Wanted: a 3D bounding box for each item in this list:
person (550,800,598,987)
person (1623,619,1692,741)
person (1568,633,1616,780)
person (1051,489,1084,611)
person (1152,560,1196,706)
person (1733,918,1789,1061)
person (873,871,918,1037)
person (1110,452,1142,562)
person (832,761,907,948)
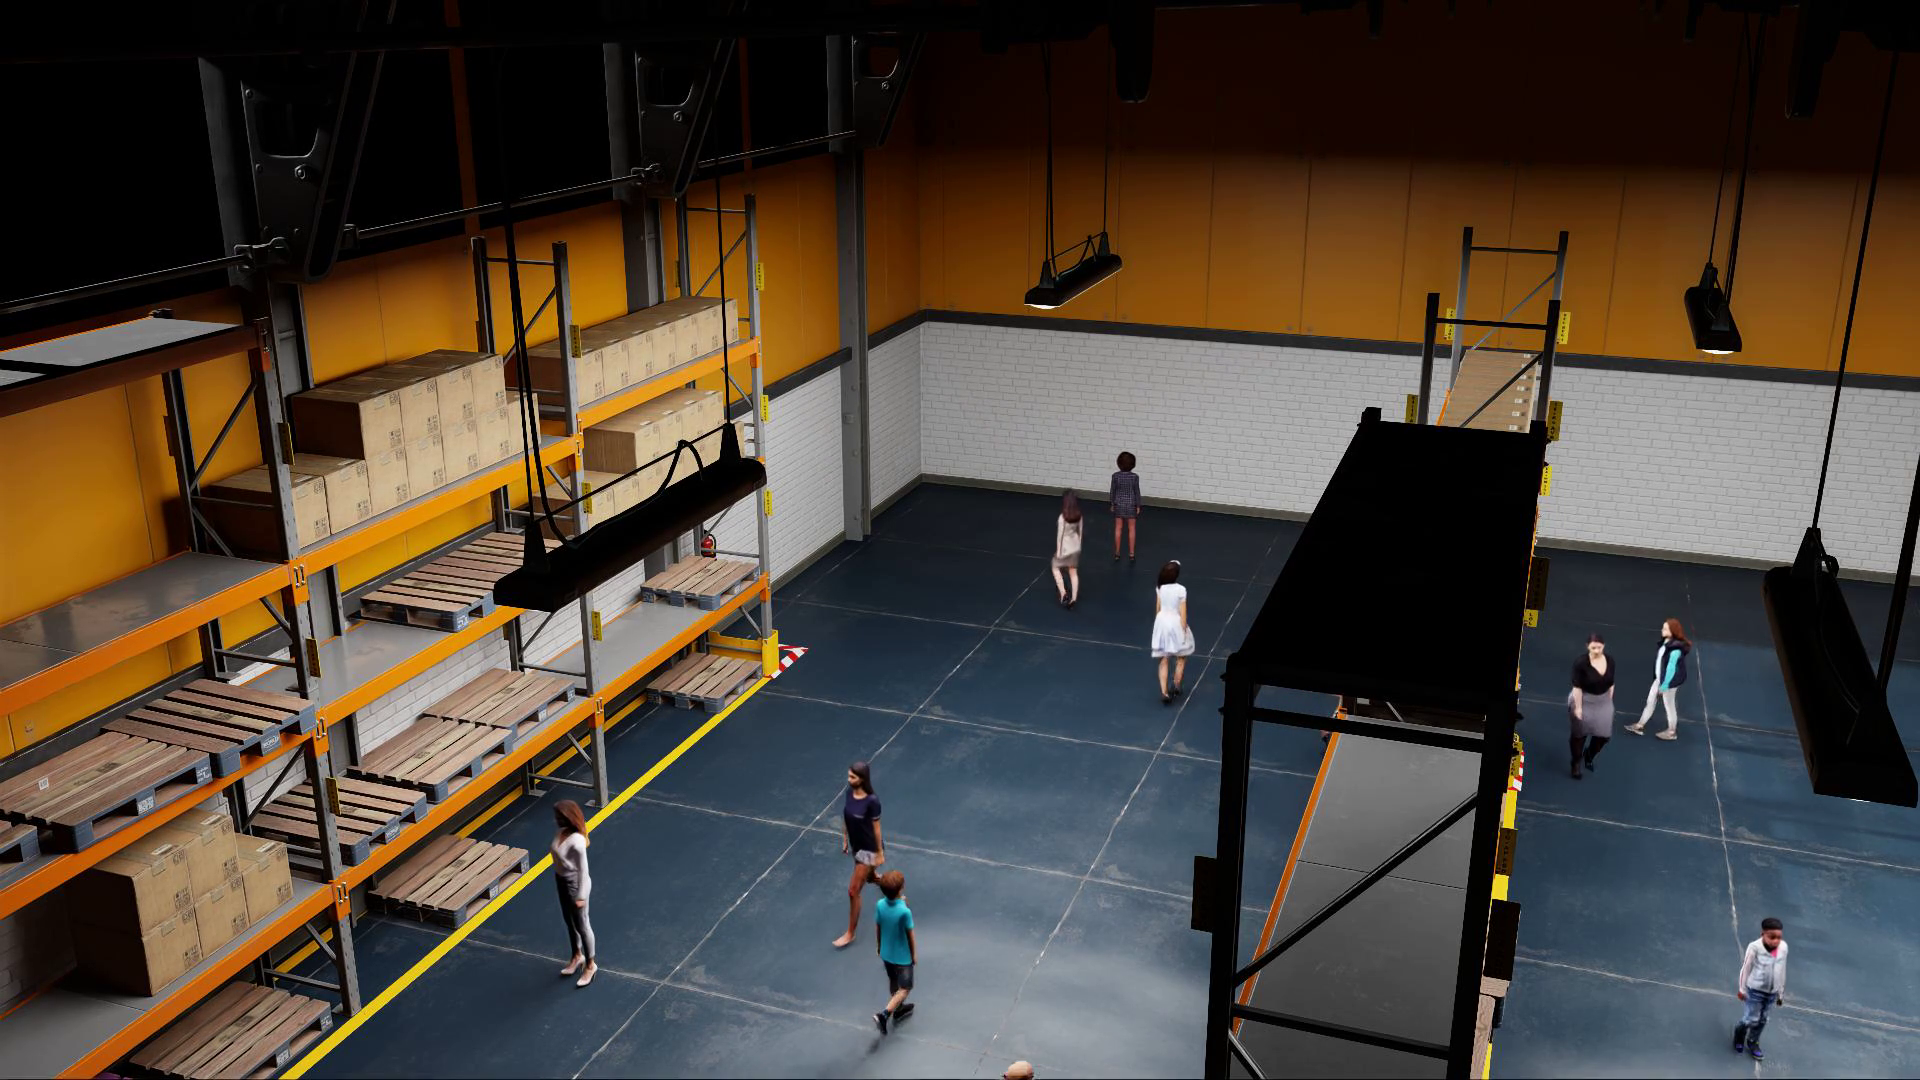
[{"bbox_3d":[-3.347,3.036,14.428,0.672,1.767,0.660,-16,24,-40],"label":"person"},{"bbox_3d":[8.196,1.609,19.105,0.796,1.485,0.842,0,19,1],"label":"person"},{"bbox_3d":[6.822,1.791,18.176,0.779,1.733,0.801,-3,19,-9],"label":"person"},{"bbox_3d":[1.550,0.175,22.981,0.739,1.728,0.813,-12,22,-32],"label":"person"},{"bbox_3d":[2.490,1.152,19.969,0.745,1.800,0.882,11,22,30],"label":"person"},{"bbox_3d":[6.514,3.604,13.545,0.552,1.253,0.595,0,19,-1],"label":"person"},{"bbox_3d":[-0.560,3.426,13.781,0.691,1.438,0.889,14,23,36],"label":"person"},{"bbox_3d":[2.490,-0.494,25.012,0.634,1.701,0.568,5,19,13],"label":"person"},{"bbox_3d":[-0.792,2.805,15.178,1.182,1.726,0.941,-15,23,-37],"label":"person"}]
